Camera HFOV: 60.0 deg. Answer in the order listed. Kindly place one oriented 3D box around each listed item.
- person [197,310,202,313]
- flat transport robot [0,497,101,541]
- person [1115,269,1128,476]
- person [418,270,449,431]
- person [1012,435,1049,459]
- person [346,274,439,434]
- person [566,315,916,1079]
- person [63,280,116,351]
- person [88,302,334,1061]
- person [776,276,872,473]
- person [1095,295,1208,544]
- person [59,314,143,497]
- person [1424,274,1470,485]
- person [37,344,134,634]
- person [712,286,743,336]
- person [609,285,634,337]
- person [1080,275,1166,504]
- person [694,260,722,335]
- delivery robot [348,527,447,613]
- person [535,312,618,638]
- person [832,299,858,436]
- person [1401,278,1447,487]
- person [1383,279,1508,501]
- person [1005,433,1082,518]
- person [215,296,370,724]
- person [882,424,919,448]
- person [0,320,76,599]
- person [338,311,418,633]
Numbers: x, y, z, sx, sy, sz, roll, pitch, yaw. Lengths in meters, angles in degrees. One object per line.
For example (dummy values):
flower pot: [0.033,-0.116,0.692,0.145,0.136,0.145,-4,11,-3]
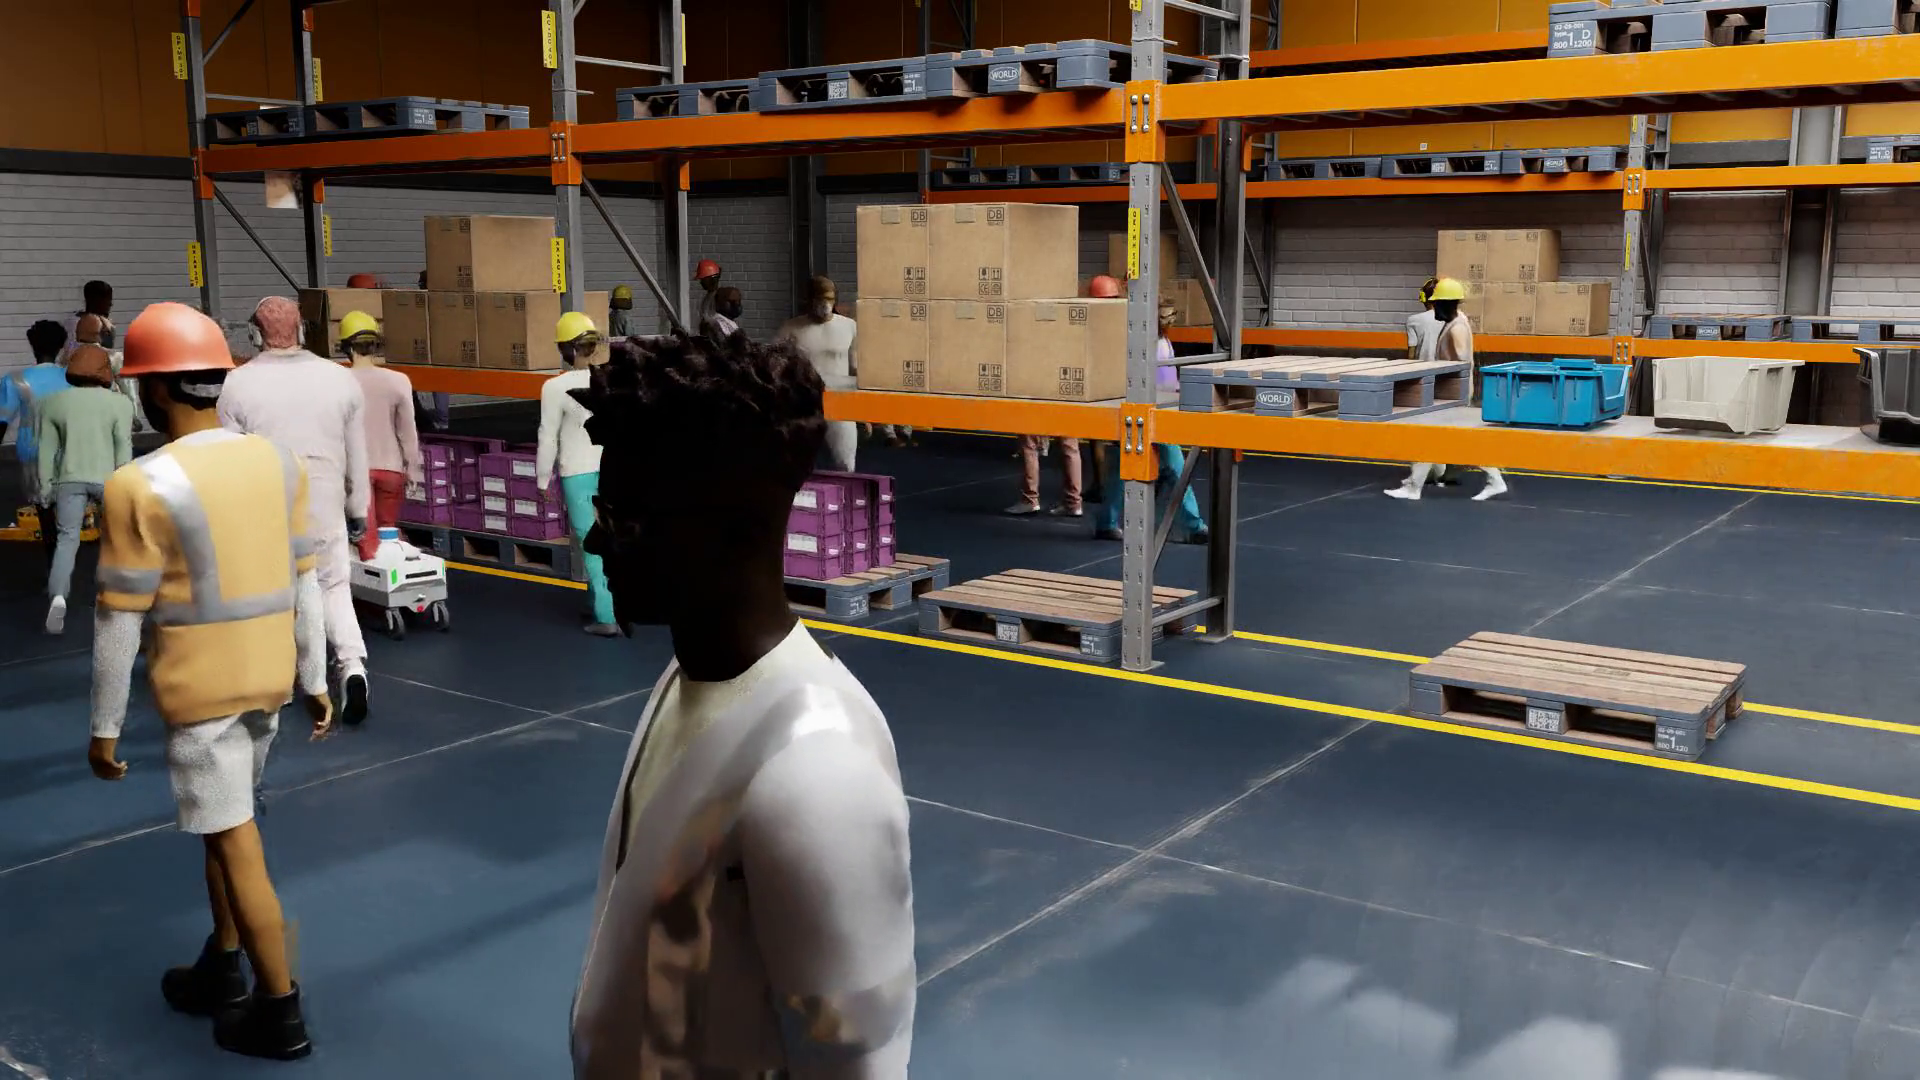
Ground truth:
person: [-6.163,-1.054,13.555,0.514,1.622,0.340,7,12,38]
flat transport robot: [-6.479,-0.199,12.482,0.652,0.197,1.431,1,10,5]
person: [1.667,-1.566,15.533,0.403,1.990,0.627,7,12,34]
person: [-6.307,-2.257,19.883,0.408,1.908,0.645,-2,10,-13]
person: [0.722,-1.641,17.006,0.523,1.638,0.309,-6,11,-33]
person: [-5.219,-1.481,15.322,0.983,1.912,0.688,-1,10,-3]
person: [-0.247,0.737,1.870,0.361,1.964,0.610,-4,10,-21]
person: [-7.423,-1.275,14.159,0.589,1.868,0.989,4,10,20]
person: [-1.970,0.366,4.226,0.751,1.911,0.580,4,10,23]
person: [-0.965,-0.876,11.674,0.701,1.917,0.488,-2,10,-9]
person: [1.401,-0.843,11.830,0.989,1.782,0.580,5,11,27]
person: [-6.495,-0.890,12.574,0.532,1.630,0.424,1,10,8]
person: [4.361,-1.432,14.978,0.429,1.904,0.590,4,10,24]
person: [-4.879,-0.301,9.253,0.522,1.572,0.915,-2,10,-12]
person: [-2.121,-1.354,14.811,0.908,1.809,0.636,0,10,0]
person: [-3.902,-2.073,19.269,0.310,1.744,0.486,-9,13,-43]
person: [1.331,-1.220,13.723,0.752,1.915,0.561,8,12,39]
person: [-2.864,-2.208,19.204,0.389,2.036,0.605,-5,11,-26]
delivery robot: [-3.130,0.174,9.139,0.707,0.478,0.477,9,13,43]
person: [-2.058,-0.358,9.024,0.679,1.739,0.545,9,13,44]
person: [-1.231,-1.695,17.365,0.415,1.624,0.516,8,12,38]
person: [4.200,-1.402,14.897,0.532,1.871,0.321,-1,10,-6]
person: [4.157,-1.245,13.955,1.007,1.879,0.588,3,10,16]
person: [0.664,-1.113,13.154,0.738,1.884,0.653,8,12,39]
person: [-2.910,-0.132,7.306,0.651,1.874,0.856,-6,12,-34]
person: [-0.698,-1.922,17.862,0.655,1.913,0.587,-7,12,-34]
person: [-5.555,-0.497,10.091,0.640,1.648,0.786,-9,13,-43]
person: [-3.302,-0.379,9.171,0.532,1.740,0.723,-9,13,-41]
